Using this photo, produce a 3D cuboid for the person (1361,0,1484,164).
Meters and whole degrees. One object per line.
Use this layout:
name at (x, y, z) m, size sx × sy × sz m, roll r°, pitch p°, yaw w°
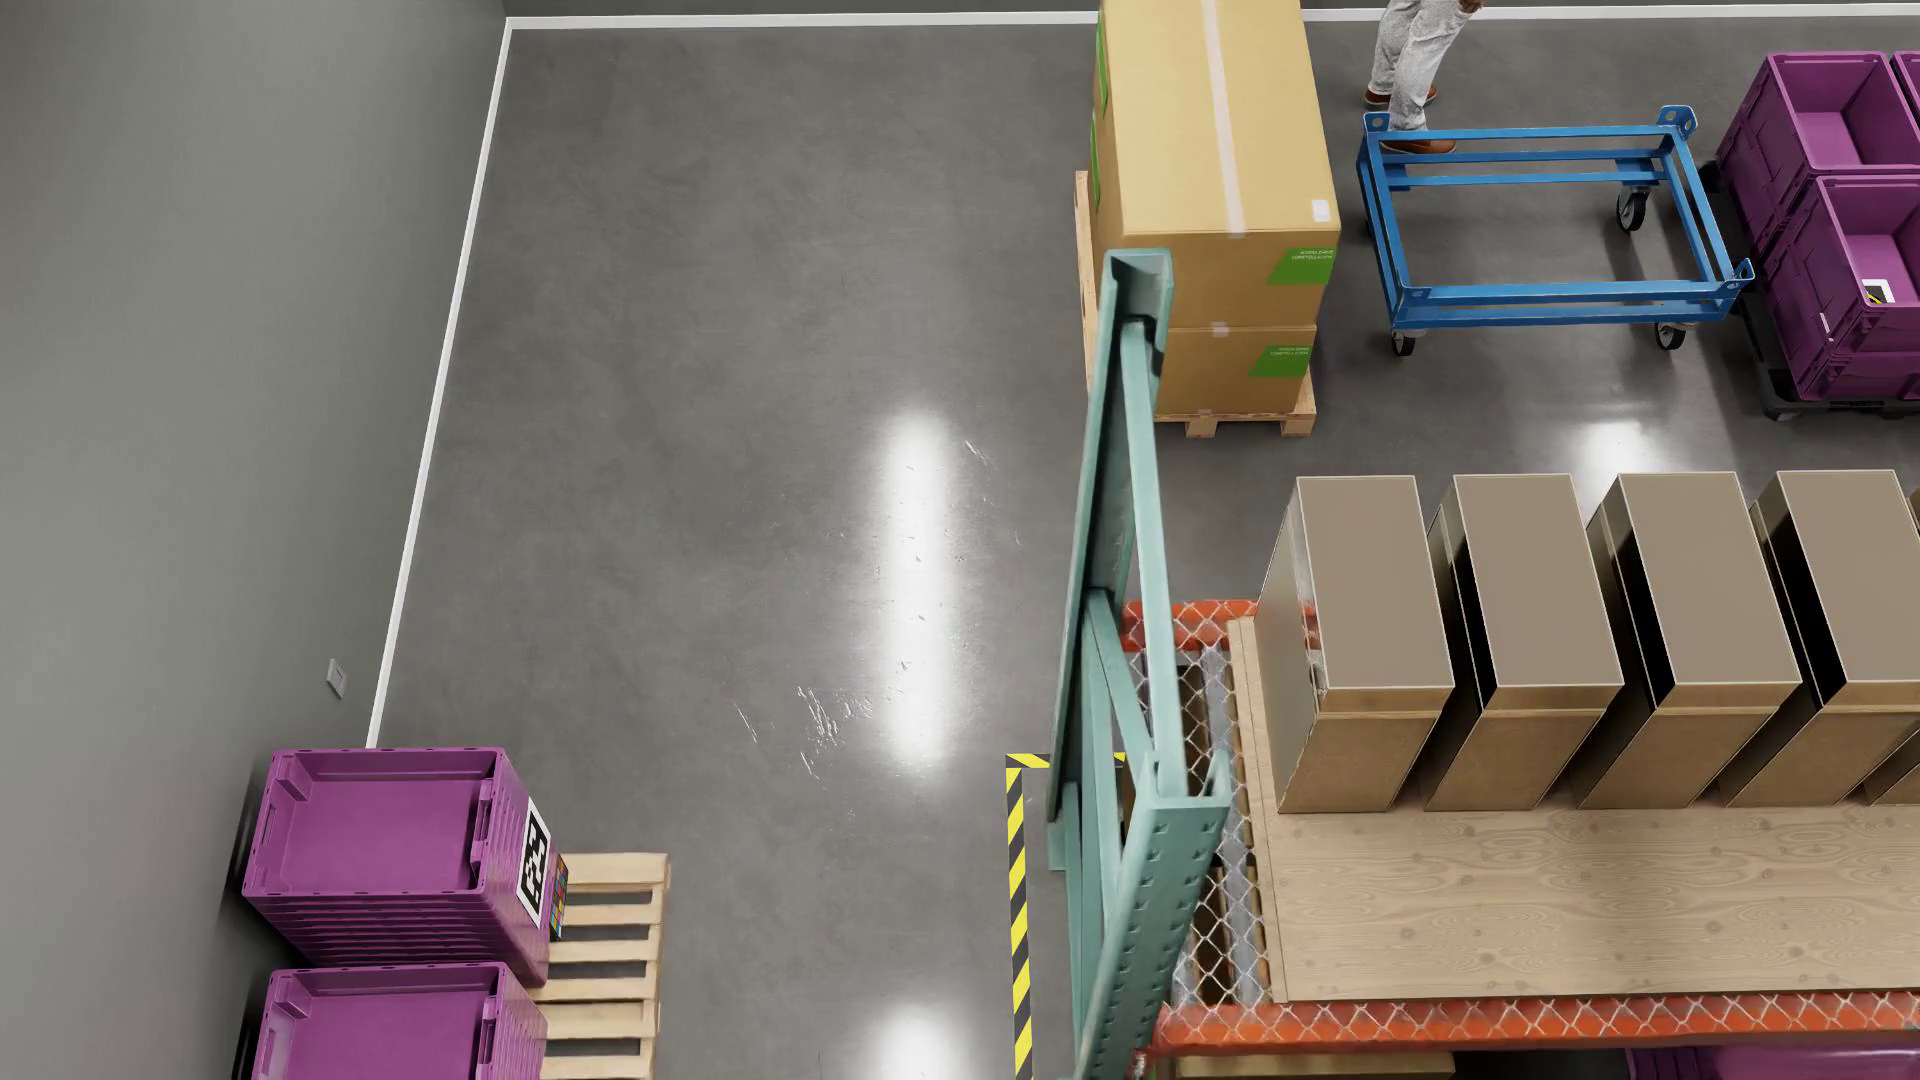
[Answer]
person at (1.826, -2.234, 6.072) m, size 0.361 × 1.939 × 0.635 m, roll -3°, pitch 58°, yaw -2°
